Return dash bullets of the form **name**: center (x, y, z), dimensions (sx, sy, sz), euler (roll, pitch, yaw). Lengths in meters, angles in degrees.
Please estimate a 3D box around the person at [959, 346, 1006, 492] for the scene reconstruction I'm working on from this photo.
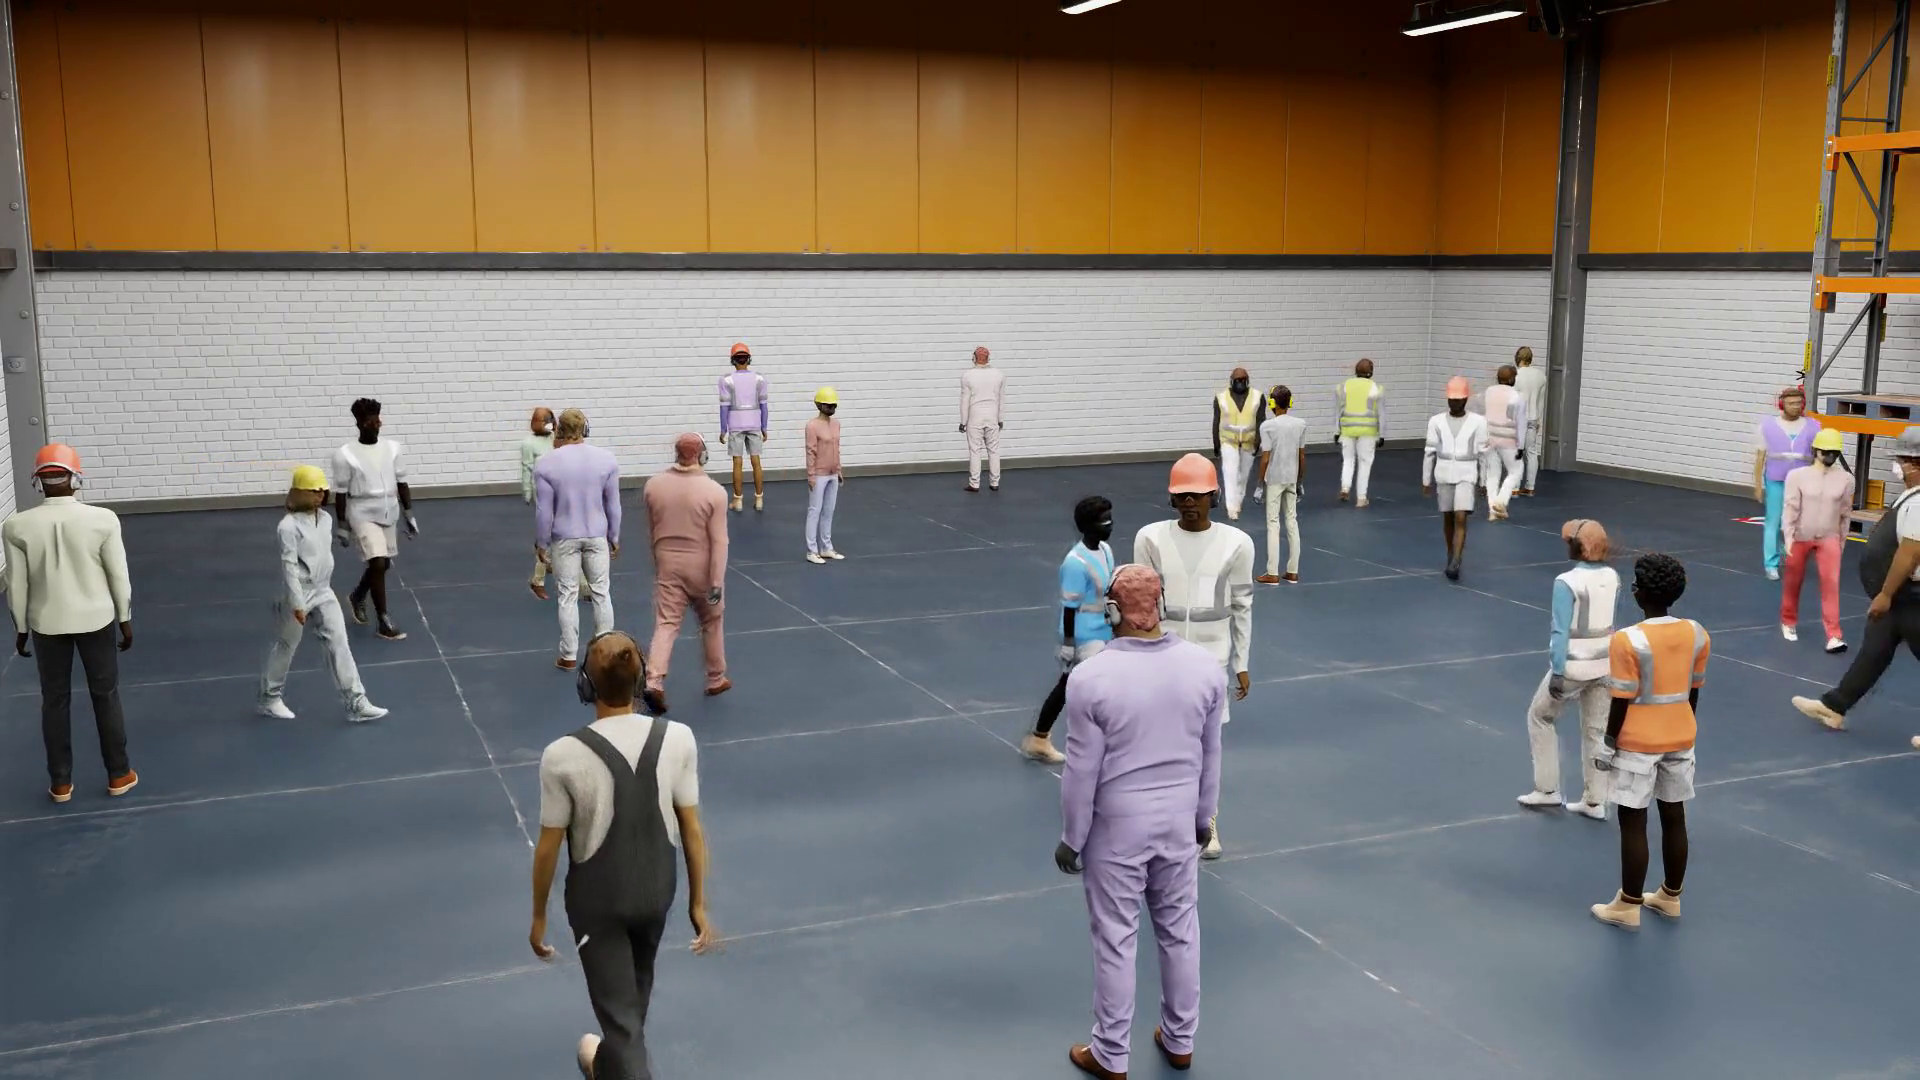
- **person**: center (0.279, -1.585, 21.848), dimensions (0.636, 1.911, 0.406), euler (-4, 10, -22)

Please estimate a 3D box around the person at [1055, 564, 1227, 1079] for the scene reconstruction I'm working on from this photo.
- **person**: center (0.638, 1.025, 6.054), dimensions (0.636, 1.903, 0.406), euler (-4, 10, -22)

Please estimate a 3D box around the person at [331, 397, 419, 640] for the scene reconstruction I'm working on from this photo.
- **person**: center (-4.765, -0.198, 13.399), dimensions (0.927, 1.933, 0.610), euler (7, 12, 36)

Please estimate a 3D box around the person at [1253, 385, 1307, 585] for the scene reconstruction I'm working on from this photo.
- **person**: center (2.972, -0.510, 15.471), dimensions (0.519, 1.865, 0.326), euler (-4, 10, -22)

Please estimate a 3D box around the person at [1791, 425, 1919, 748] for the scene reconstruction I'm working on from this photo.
- **person**: center (5.785, 0.261, 10.260), dimensions (1.012, 2.000, 0.684), euler (4, 10, 24)

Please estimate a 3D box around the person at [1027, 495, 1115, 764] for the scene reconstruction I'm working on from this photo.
- **person**: center (0.753, 0.550, 9.685), dimensions (0.871, 1.650, 0.537), euler (4, 10, 21)

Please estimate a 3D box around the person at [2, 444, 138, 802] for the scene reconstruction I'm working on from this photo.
- **person**: center (-4.925, 0.457, 9.236), dimensions (0.609, 1.986, 0.393), euler (-4, 10, -22)

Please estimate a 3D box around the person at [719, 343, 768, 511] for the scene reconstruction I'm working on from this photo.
- **person**: center (-2.624, -1.362, 20.119), dimensions (0.605, 2.034, 0.392), euler (-4, 10, -22)

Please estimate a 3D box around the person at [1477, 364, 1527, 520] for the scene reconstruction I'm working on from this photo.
- **person**: center (6.276, -1.117, 19.251), dimensions (0.440, 1.828, 0.639), euler (-9, 13, -42)

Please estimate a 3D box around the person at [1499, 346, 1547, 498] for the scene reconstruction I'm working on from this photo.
- **person**: center (7.179, -1.504, 21.264), dimensions (0.627, 1.941, 0.370), euler (-4, 10, -22)

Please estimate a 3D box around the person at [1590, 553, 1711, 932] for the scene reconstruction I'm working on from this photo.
- **person**: center (3.077, 0.899, 7.428), dimensions (0.530, 1.697, 0.321), euler (-4, 10, -22)

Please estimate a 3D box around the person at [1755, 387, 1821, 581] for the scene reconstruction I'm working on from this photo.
- **person**: center (7.775, -0.526, 15.661), dimensions (0.566, 1.835, 0.443), euler (2, 10, 12)

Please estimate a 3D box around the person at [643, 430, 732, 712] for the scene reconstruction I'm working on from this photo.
- **person**: center (-1.842, 0.200, 11.162), dimensions (0.634, 1.874, 0.949), euler (3, 10, 15)

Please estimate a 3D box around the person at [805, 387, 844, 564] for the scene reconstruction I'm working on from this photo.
- **person**: center (-1.335, -0.649, 16.612), dimensions (0.329, 1.765, 0.533), euler (6, 11, 32)

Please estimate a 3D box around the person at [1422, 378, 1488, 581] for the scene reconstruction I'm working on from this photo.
- **person**: center (4.643, -0.567, 15.691), dimensions (0.575, 1.897, 0.947), euler (5, 11, 27)

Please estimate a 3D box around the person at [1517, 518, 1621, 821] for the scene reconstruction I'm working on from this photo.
- **person**: center (3.278, 0.685, 8.953), dimensions (0.538, 1.619, 0.568), euler (-6, 11, -31)

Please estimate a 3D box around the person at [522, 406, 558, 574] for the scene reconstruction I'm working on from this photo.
- **person**: center (-4.015, -0.488, 16.054), dimensions (0.420, 1.617, 0.523), euler (7, 12, 37)

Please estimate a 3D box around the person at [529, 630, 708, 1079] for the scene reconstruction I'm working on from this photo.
- **person**: center (-1.154, 1.171, 5.469), dimensions (0.537, 1.797, 0.932), euler (-6, 11, -33)

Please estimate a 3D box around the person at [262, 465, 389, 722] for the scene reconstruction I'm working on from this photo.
- **person**: center (-4.199, 0.354, 10.749), dimensions (0.932, 1.691, 0.500), euler (3, 10, 20)

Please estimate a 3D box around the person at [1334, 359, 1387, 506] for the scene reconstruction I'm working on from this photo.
- **person**: center (4.936, -1.320, 20.495), dimensions (0.650, 1.825, 0.441), euler (5, 11, 29)

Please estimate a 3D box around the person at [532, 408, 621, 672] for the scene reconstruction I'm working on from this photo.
- **person**: center (-2.786, 0.003, 12.148), dimensions (0.627, 1.934, 0.370), euler (-4, 10, -22)

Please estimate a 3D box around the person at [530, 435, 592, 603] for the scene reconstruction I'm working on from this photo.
- **person**: center (-3.487, -0.237, 14.618), dimensions (0.841, 1.597, 0.509), euler (6, 11, 32)

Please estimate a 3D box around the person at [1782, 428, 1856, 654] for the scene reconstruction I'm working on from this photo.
- **person**: center (6.610, -0.001, 12.832), dimensions (0.529, 1.719, 0.919), euler (2, 10, 13)

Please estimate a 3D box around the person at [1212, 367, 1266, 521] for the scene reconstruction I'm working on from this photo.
- **person**: center (3.285, -1.156, 19.646), dimensions (0.608, 1.790, 1.005), euler (0, 9, 2)

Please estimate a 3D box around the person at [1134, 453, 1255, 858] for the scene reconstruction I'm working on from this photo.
- **person**: center (1.150, 0.580, 8.315), dimensions (0.605, 2.045, 0.388), euler (2, 10, 12)
